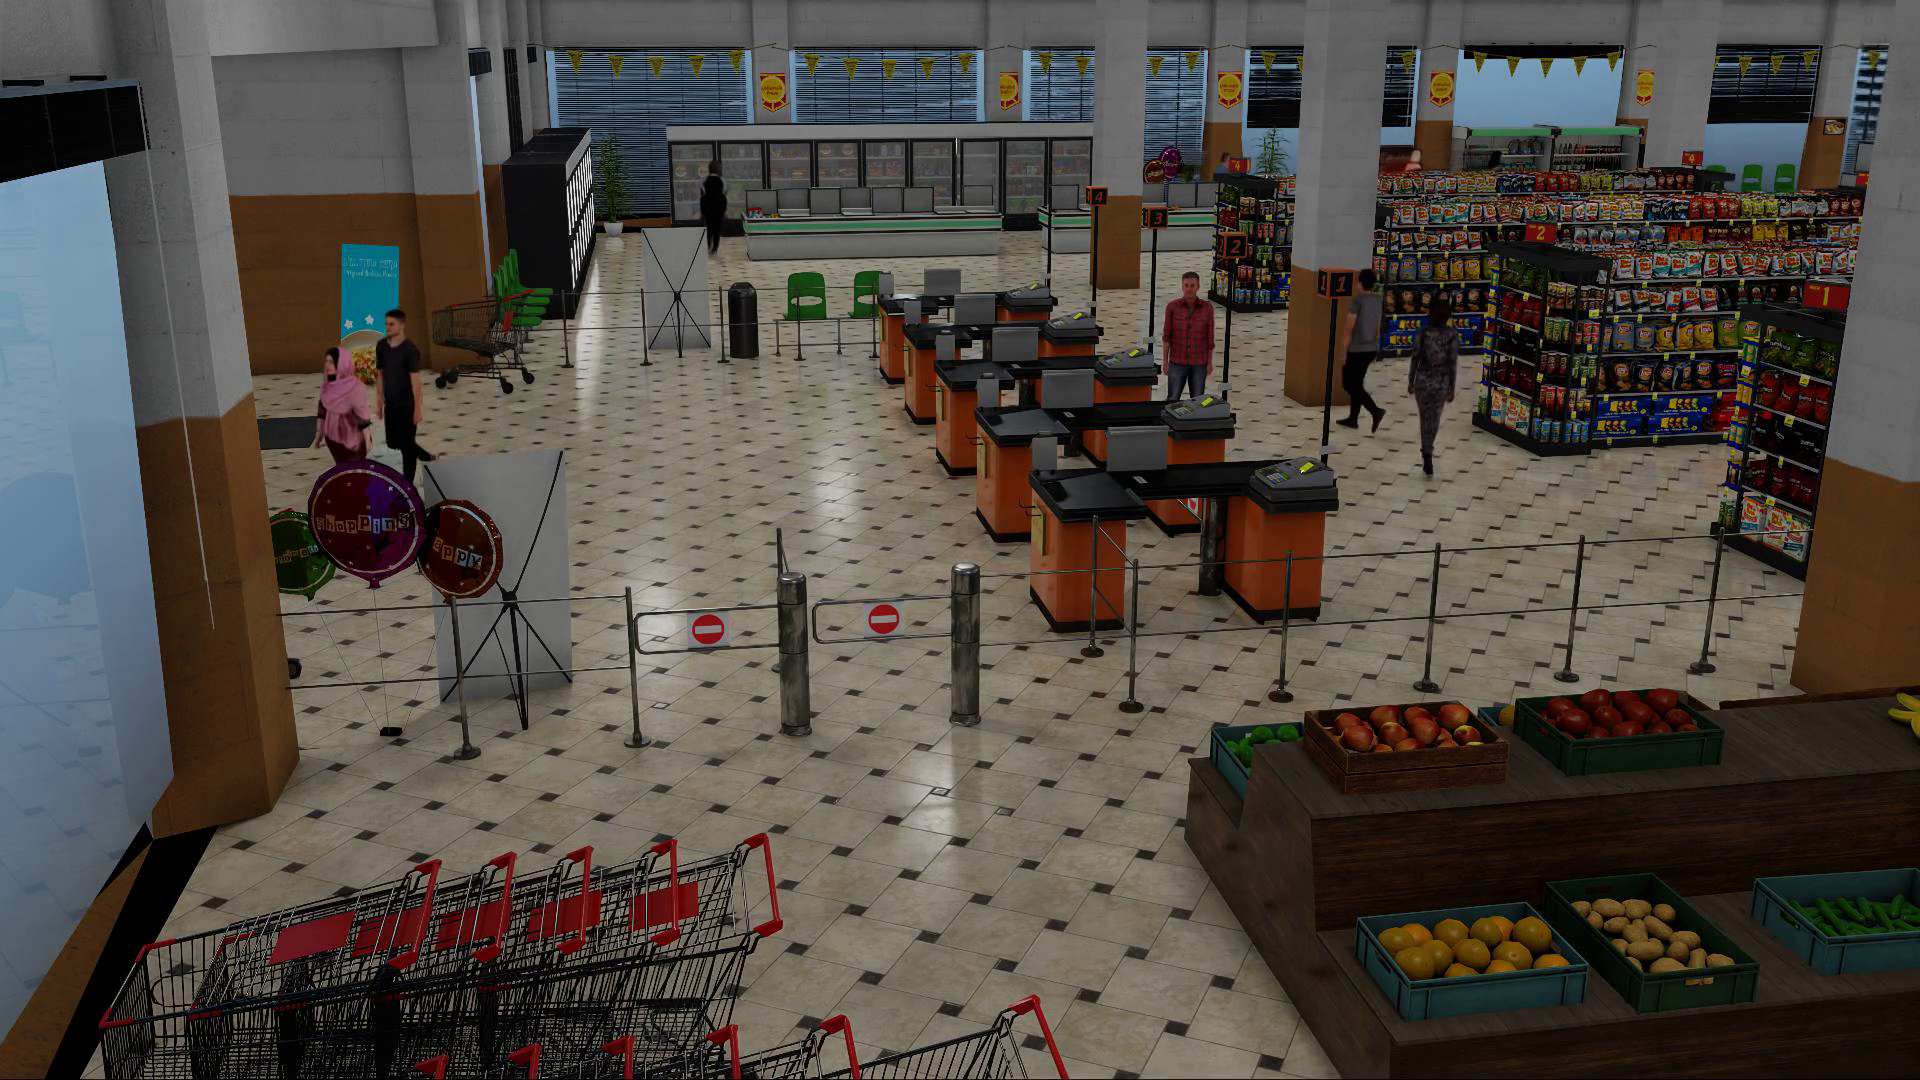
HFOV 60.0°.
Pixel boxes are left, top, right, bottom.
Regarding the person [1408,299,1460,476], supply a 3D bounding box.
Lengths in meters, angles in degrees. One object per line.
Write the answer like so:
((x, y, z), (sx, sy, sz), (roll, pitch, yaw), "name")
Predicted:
((4.554, -1.441, 16.047), (1.129, 1.666, 0.907), (3, 17, 9), "person")

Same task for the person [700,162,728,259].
((-4.699, -6.268, 31.728), (1.070, 1.791, 0.727), (-4, 17, -13), "person")

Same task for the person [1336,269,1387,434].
((4.324, -1.991, 17.738), (1.017, 1.735, 0.970), (-13, 21, -37), "person")

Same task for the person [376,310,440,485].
((-5.064, -1.245, 15.257), (1.008, 1.749, 1.030), (9, 19, 26), "person")

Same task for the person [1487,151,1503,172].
((11.460, -7.560, 36.140), (1.167, 1.698, 0.626), (-3, 17, -11), "person")

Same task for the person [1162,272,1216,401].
((2.348, -1.852, 17.119), (0.585, 1.830, 0.806), (1, 17, 5), "person")

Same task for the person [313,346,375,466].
((-5.182, -0.848, 14.223), (1.091, 1.590, 1.117), (10, 20, 30), "person")

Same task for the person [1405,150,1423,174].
((9.910, -7.702, 36.583), (0.903, 1.713, 0.781), (-12, 20, -34), "person")

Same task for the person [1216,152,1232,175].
((5.324, -7.178, 34.775), (1.277, 1.762, 0.892), (2, 17, 7), "person")
